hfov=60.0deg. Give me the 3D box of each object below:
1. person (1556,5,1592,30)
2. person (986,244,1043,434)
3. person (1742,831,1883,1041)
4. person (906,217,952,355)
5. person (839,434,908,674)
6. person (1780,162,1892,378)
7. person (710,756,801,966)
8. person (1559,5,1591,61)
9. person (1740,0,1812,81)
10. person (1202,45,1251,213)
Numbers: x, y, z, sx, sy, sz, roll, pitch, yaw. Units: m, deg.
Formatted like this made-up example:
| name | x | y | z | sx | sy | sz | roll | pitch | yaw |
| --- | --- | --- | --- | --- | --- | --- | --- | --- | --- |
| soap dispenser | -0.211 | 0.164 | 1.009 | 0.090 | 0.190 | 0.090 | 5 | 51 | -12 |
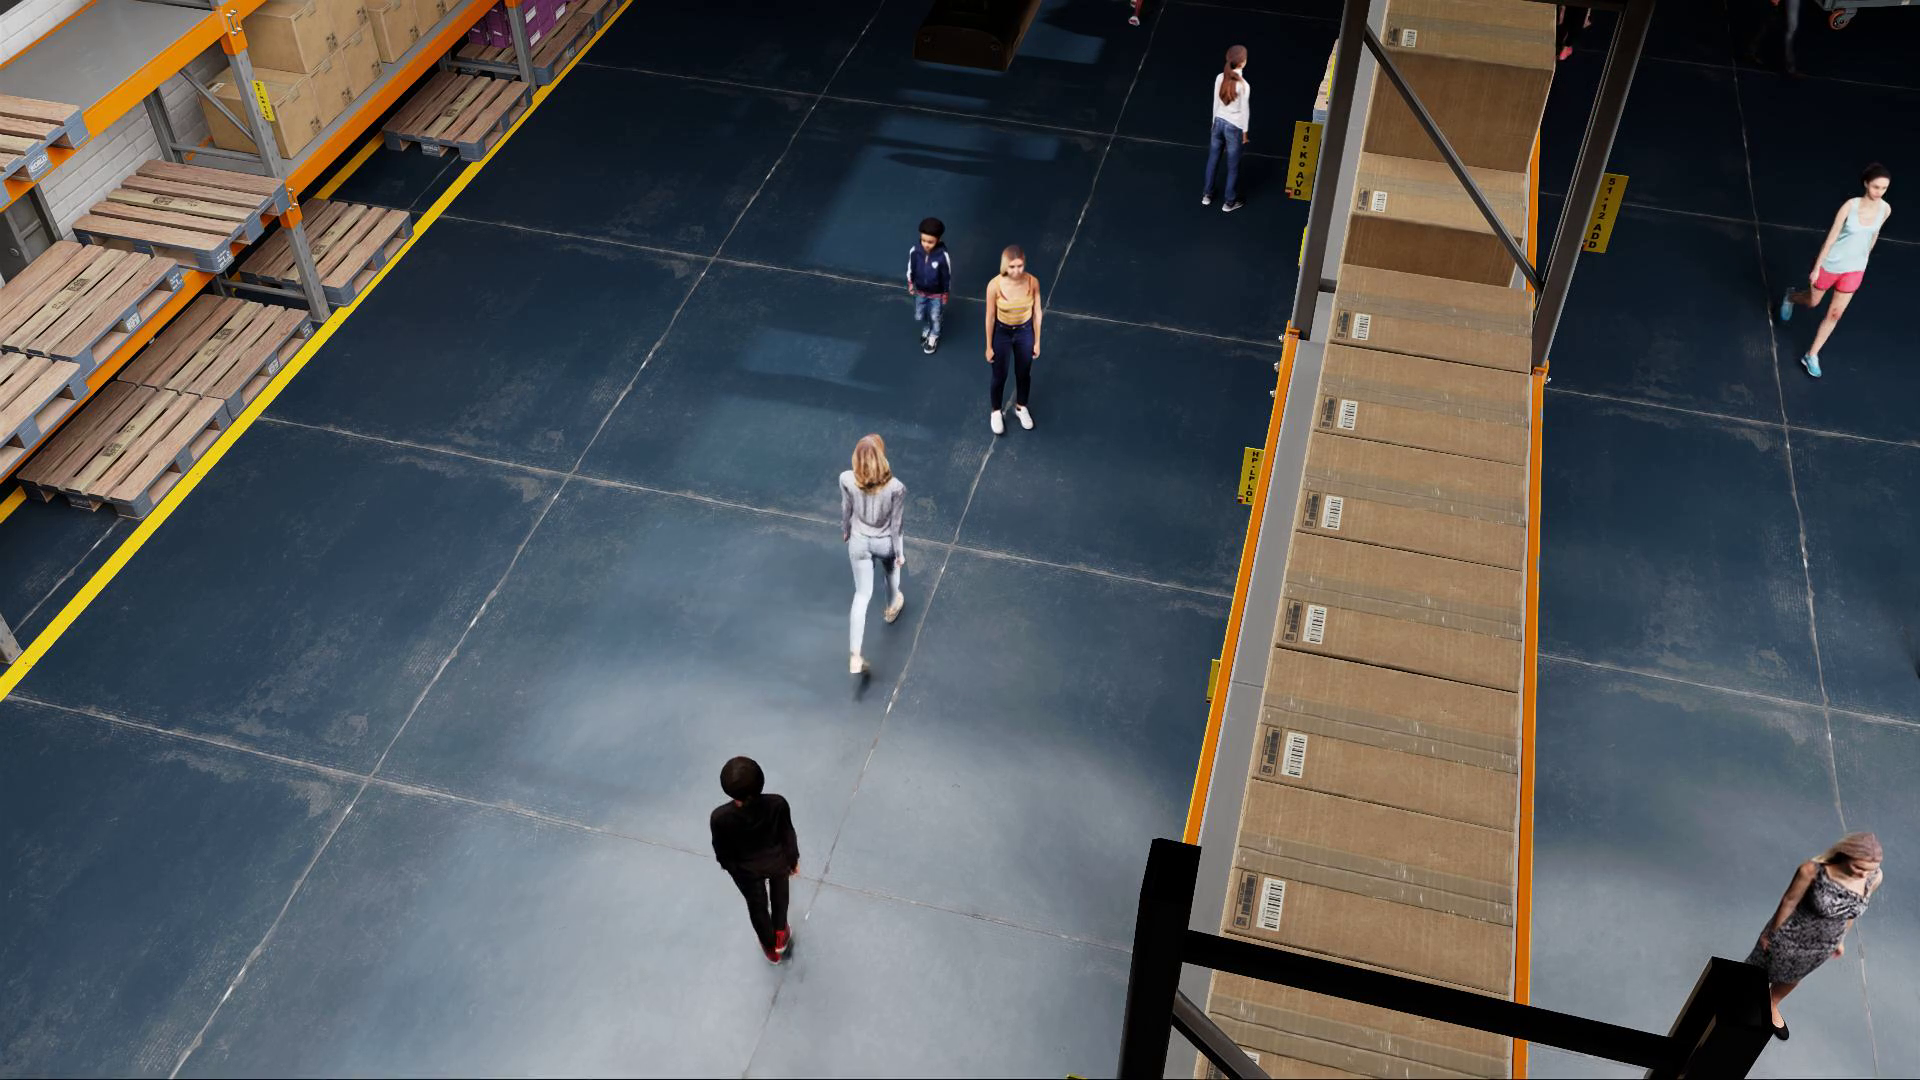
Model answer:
| name | x | y | z | sx | sy | sz | roll | pitch | yaw |
| --- | --- | --- | --- | --- | --- | --- | --- | --- | --- |
| person | 6.571 | -6.191 | 17.345 | 0.636 | 1.705 | 0.579 | 19 | 47 | 19 |
| person | 0.391 | -1.526 | 12.506 | 0.644 | 1.626 | 0.640 | -6 | 44 | -6 |
| person | 4.416 | 2.044 | 8.703 | 0.601 | 1.703 | 0.551 | 3 | 44 | 3 |
| person | -0.219 | -2.081 | 13.384 | 0.544 | 1.219 | 0.514 | 15 | 46 | 16 |
| person | -0.585 | 0.102 | 10.699 | 0.613 | 1.762 | 1.146 | 11 | 45 | 11 |
| person | 6.908 | -2.197 | 13.126 | 0.764 | 1.743 | 1.130 | 1 | 44 | 1 |
| person | -1.066 | 1.797 | 8.990 | 0.700 | 1.665 | 0.719 | -10 | 45 | -10 |
| person | 6.334 | -5.675 | 16.830 | 0.800 | 1.669 | 0.968 | 26 | 50 | 25 |
| person | 8.256 | -5.538 | 16.634 | 1.062 | 1.742 | 1.038 | -32 | 52 | -29 |
| person | 2.383 | -3.674 | 14.811 | 0.619 | 1.558 | 0.640 | 30 | 51 | 28 |
